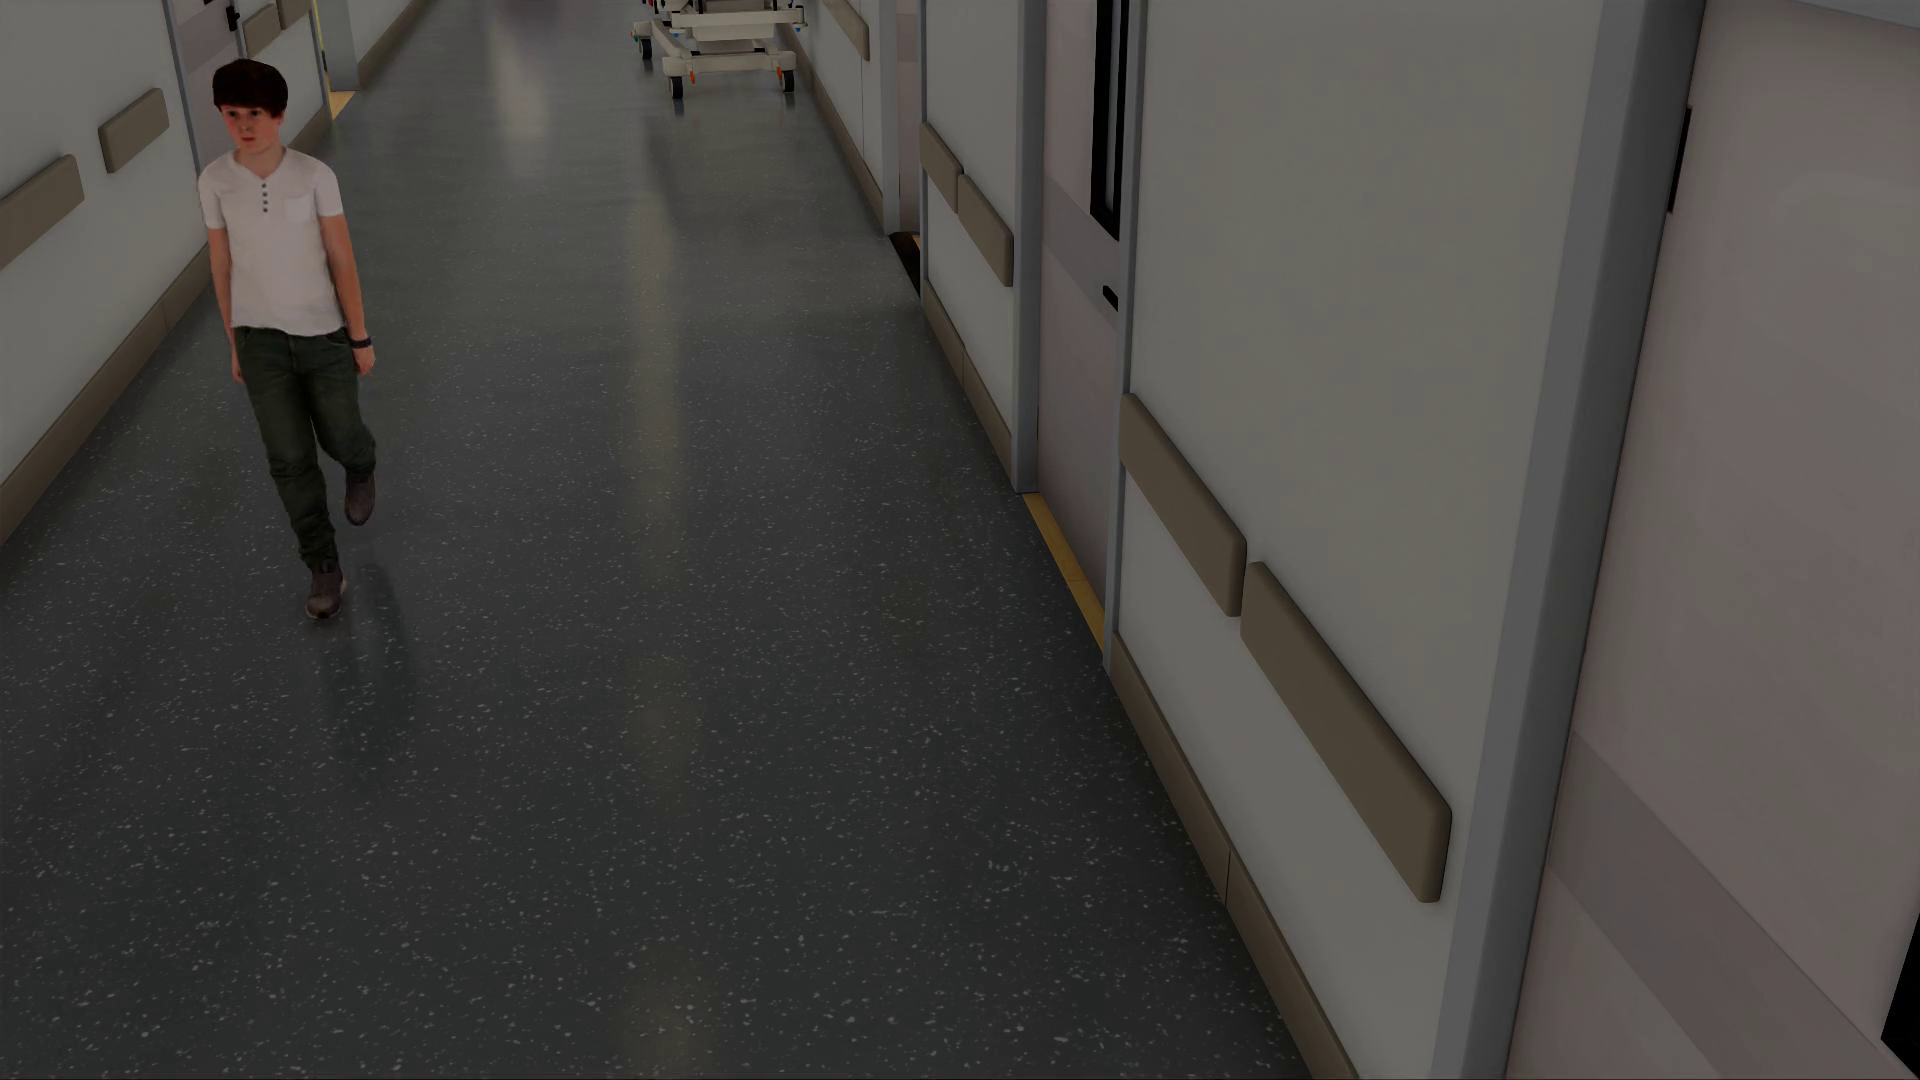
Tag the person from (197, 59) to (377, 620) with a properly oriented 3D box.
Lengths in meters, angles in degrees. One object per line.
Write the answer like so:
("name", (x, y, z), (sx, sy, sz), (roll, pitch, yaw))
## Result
("person", (-2.006, -0.624, 5.063), (0.898, 1.637, 0.628), (-5, 26, -10))
